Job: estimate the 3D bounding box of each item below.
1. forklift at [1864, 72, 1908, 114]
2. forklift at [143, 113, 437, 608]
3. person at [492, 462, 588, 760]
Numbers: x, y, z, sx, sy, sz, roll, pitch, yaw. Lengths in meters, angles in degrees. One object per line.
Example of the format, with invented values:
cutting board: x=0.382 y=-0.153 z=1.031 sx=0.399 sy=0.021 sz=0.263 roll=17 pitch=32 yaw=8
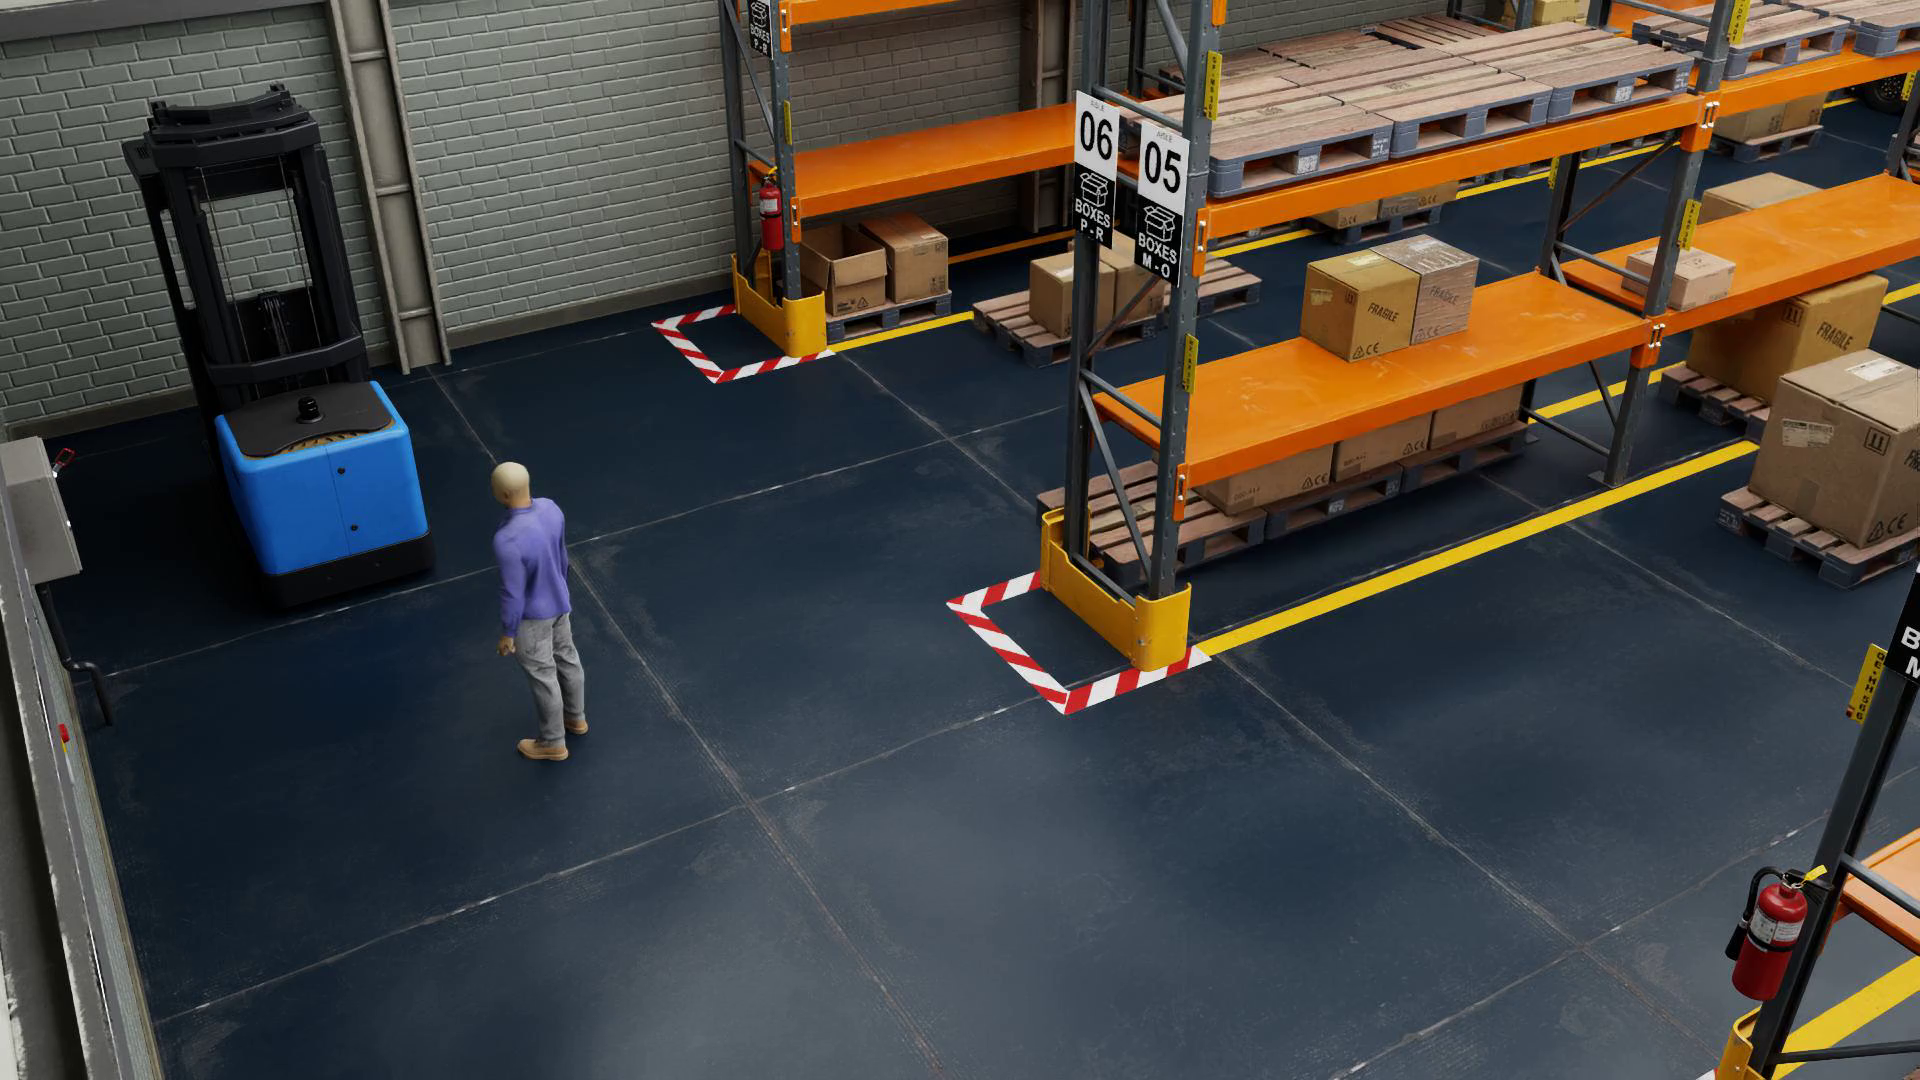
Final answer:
forklift: x=11.468 y=-5.645 z=18.244 sx=1.214 sy=2.155 sz=2.313 roll=-17 pitch=36 yaw=-26
forklift: x=-4.289 y=-1.259 z=10.509 sx=1.129 sy=2.768 sz=1.873 roll=-17 pitch=36 yaw=-26
person: x=-2.242 y=0.379 z=8.875 sx=0.395 sy=1.799 sz=0.585 roll=10 pitch=33 yaw=16
